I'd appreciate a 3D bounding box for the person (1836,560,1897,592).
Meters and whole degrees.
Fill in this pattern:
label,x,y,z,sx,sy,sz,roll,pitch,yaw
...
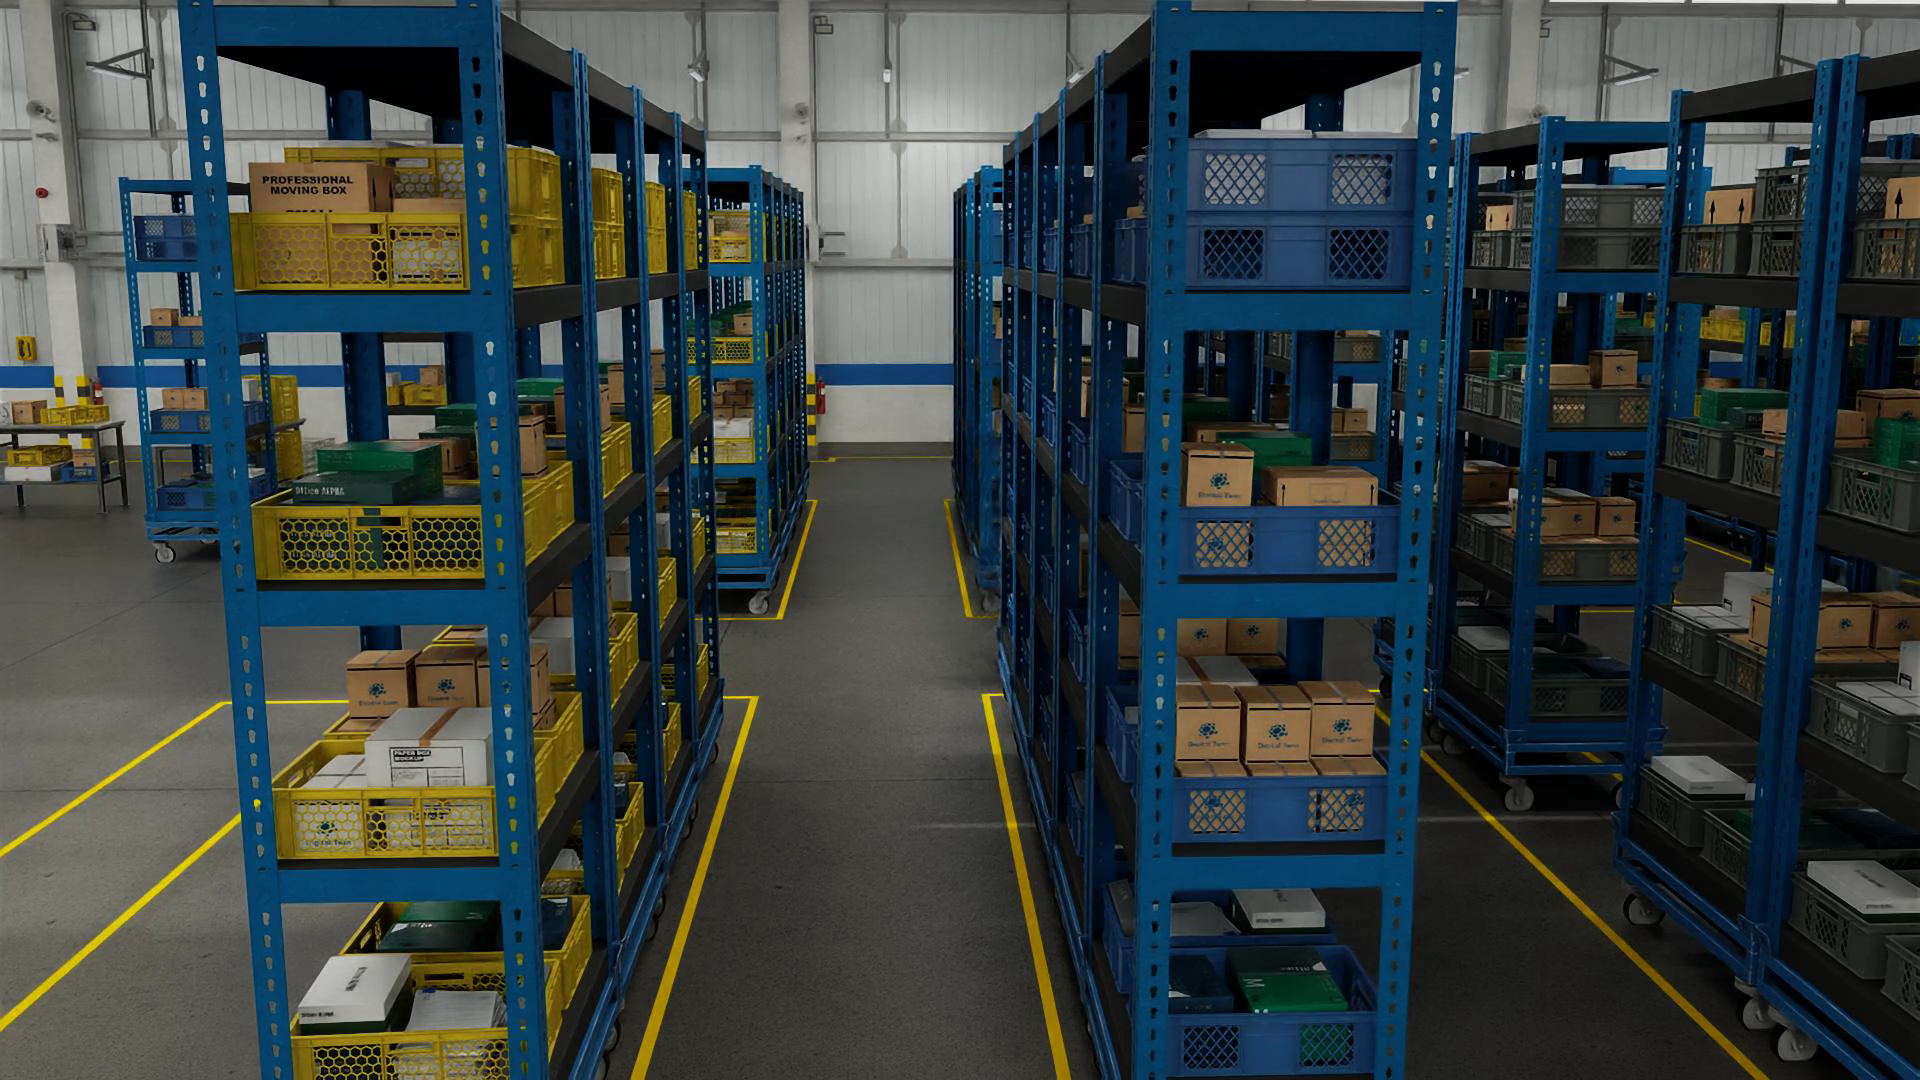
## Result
label,x,y,z,sx,sy,sz,roll,pitch,yaw
person,7.238,-0.260,13.356,0.932,1.788,0.587,-1,10,-5
